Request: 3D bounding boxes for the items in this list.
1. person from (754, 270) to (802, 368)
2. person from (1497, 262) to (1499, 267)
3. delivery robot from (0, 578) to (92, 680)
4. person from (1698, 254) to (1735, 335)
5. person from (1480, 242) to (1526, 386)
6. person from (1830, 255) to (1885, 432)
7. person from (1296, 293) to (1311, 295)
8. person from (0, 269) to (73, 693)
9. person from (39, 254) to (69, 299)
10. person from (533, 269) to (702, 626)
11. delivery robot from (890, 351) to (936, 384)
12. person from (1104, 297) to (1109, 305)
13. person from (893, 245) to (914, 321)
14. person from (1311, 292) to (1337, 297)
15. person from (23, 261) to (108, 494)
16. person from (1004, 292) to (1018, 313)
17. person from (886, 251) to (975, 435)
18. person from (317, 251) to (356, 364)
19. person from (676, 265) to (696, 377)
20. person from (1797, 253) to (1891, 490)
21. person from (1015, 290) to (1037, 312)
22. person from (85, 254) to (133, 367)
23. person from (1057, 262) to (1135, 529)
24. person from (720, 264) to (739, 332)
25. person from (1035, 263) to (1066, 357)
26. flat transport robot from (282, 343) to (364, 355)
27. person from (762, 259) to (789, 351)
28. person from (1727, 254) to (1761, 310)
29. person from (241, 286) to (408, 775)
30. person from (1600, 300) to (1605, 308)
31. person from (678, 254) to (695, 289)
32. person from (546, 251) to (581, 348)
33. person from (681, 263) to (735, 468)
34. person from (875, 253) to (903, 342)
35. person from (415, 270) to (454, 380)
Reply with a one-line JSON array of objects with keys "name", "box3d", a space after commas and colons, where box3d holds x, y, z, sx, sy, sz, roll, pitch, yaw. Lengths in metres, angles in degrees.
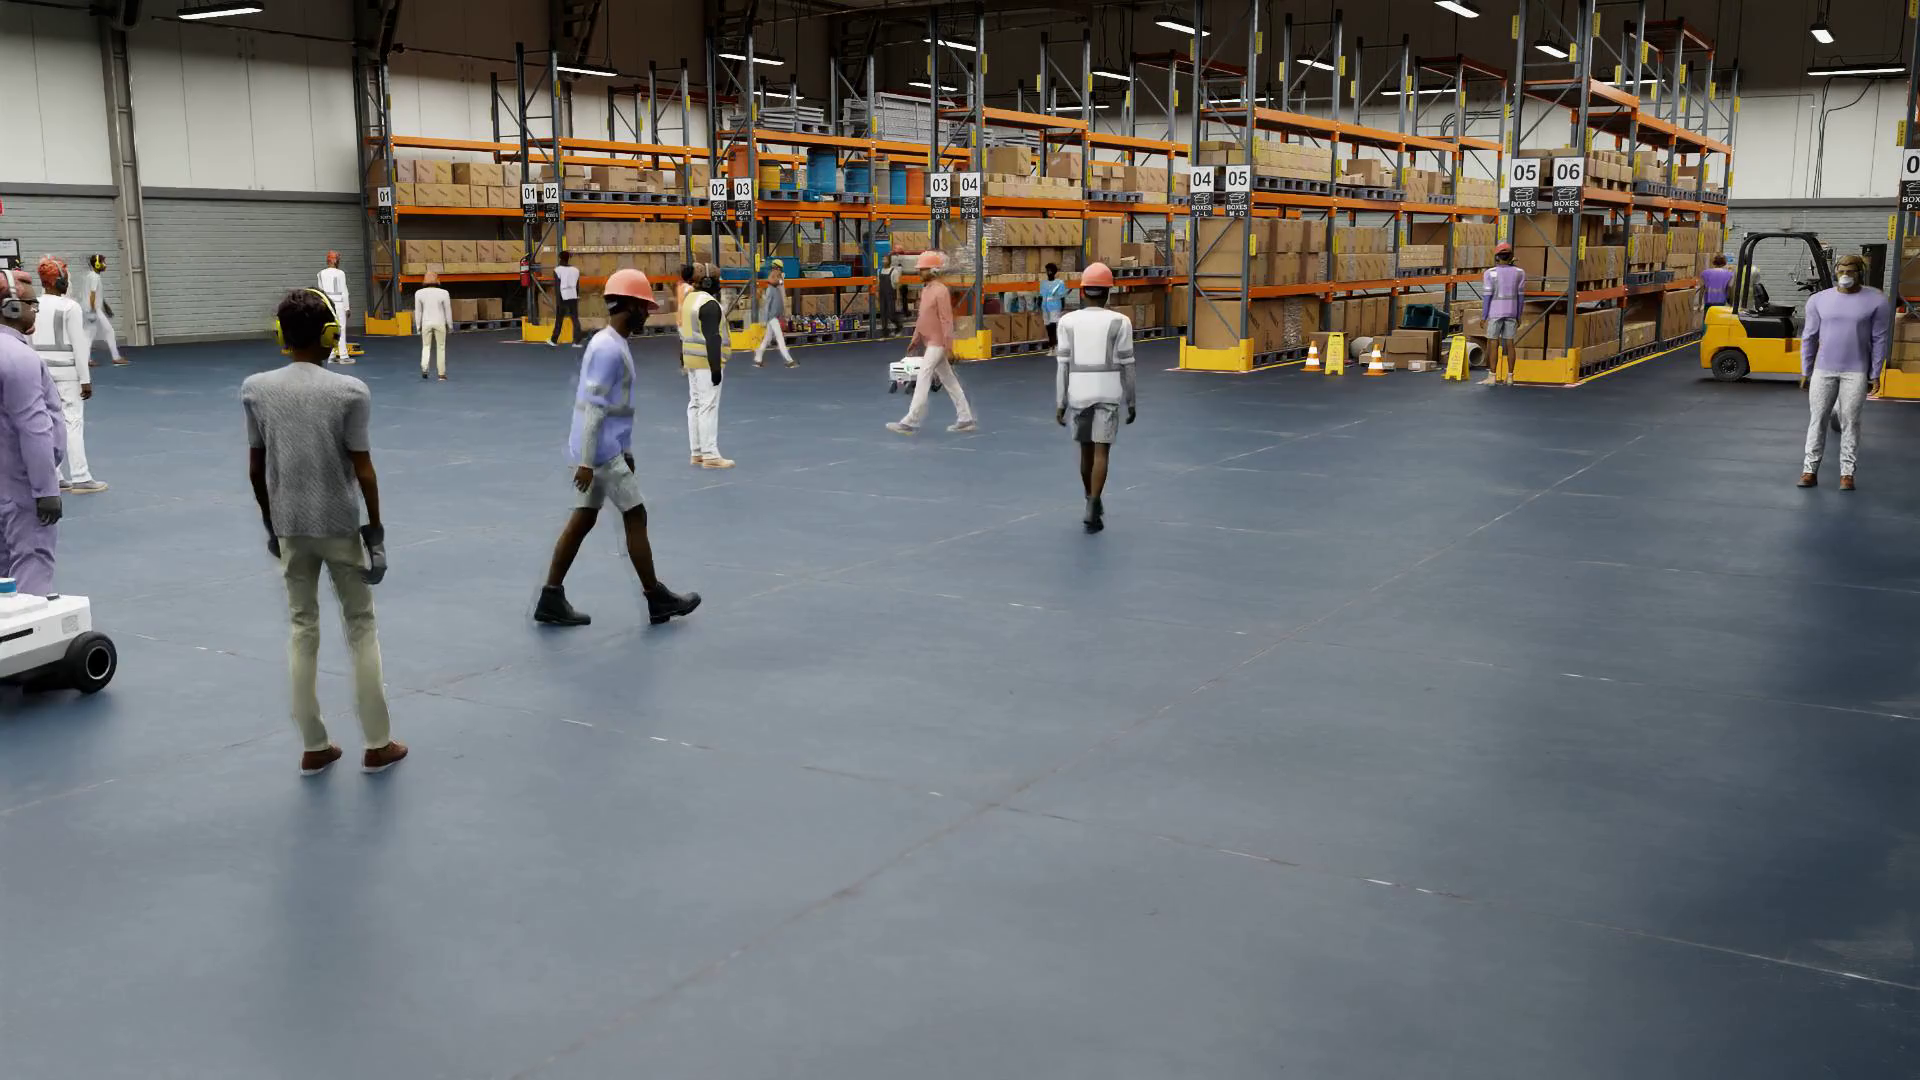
[{"name": "person", "box3d": [-3.004, -3.581, 27.027, 0.890, 1.582, 0.514, 2, 10, 14]}, {"name": "person", "box3d": [13.292, -6.216, 40.975, 1.030, 1.871, 0.631, 0, 10, 1]}, {"name": "delivery robot", "box3d": [-4.179, 0.409, 7.296, 0.477, 0.478, 0.707, 3, 10, 14]}, {"name": "person", "box3d": [14.098, -4.411, 30.996, 0.589, 1.821, 0.647, 5, 11, 28]}, {"name": "person", "box3d": [7.690, -3.200, 23.638, 0.605, 2.034, 0.390, -1, 10, -4]}, {"name": "person", "box3d": [9.571, -2.107, 17.895, 0.841, 1.905, 0.581, -8, 13, -39]}, {"name": "person", "box3d": [8.260, -6.115, 39.943, 0.688, 2.000, 0.538, 5, 11, 25]}, {"name": "person", "box3d": [-4.258, -0.265, 7.558, 0.652, 1.904, 0.403, 8, 13, 37]}, {"name": "person", "box3d": [-12.883, -3.089, 23.487, 0.958, 1.863, 0.671, -5, 11, -28]}, {"name": "person", "box3d": [-1.832, -0.475, 8.775, 0.970, 1.875, 0.572, -3, 10, -15]}, {"name": "delivery robot", "box3d": [-0.638, -2.324, 22.606, 0.477, 0.478, 0.707, 7, 12, 33]}, {"name": "person", "box3d": [3.143, -5.650, 38.210, 0.500, 1.719, 0.477, 4, 11, 24]}, {"name": "person", "box3d": [-1.545, -6.653, 43.180, 0.652, 1.951, 0.962, 5, 11, 25]}, {"name": "person", "box3d": [7.687, -5.152, 35.121, 0.578, 1.843, 0.388, 0, 10, 0]}, {"name": "person", "box3d": [-7.292, -1.311, 13.480, 0.574, 1.882, 0.358, 3, 11, 17]}, {"name": "person", "box3d": [1.224, -5.727, 38.220, 0.638, 1.874, 1.048, 5, 11, 26]}, {"name": "person", "box3d": [-0.281, -2.084, 17.665, 1.016, 1.944, 0.619, -2, 10, -13]}, {"name": "person", "box3d": [-10.509, -3.905, 27.990, 0.573, 1.887, 0.354, 4, 11, 22]}, {"name": "person", "box3d": [-4.091, -3.305, 25.170, 0.379, 1.681, 0.558, -6, 12, -32]}, {"name": "person", "box3d": [7.261, -1.379, 13.700, 0.629, 1.939, 0.371, 7, 12, 34]}, {"name": "person", "box3d": [1.473, -5.460, 36.854, 0.595, 1.831, 0.404, 8, 13, 38]}, {"name": "person", "box3d": [-14.103, -3.765, 27.377, 0.870, 1.834, 0.535, -7, 12, -36]}, {"name": "person", "box3d": [0.971, -1.042, 11.946, 0.558, 1.897, 0.958, 3, 11, 18]}, {"name": "person", "box3d": [-4.754, -4.764, 33.625, 0.533, 1.596, 0.859, 6, 12, 29]}, {"name": "person", "box3d": [1.576, -4.065, 29.477, 0.539, 1.680, 0.583, 8, 13, 40]}, {"name": "flat transport robot", "box3d": [-11.473, -3.442, 29.928, 1.431, 0.197, 0.652, 6, 12, 31]}, {"name": "person", "box3d": [-3.483, -4.402, 31.201, 0.581, 1.726, 0.596, -8, 13, -39]}, {"name": "person", "box3d": [16.682, -5.181, 35.433, 0.646, 1.788, 1.005, 5, 11, 27]}, {"name": "person", "box3d": [-2.426, -0.023, 6.326, 0.530, 1.867, 0.387, 0, 10, 2]}, {"name": "person", "box3d": [15.339, -5.959, 39.309, 0.509, 1.952, 0.644, 6, 12, 28]}, {"name": "person", "box3d": [-6.593, -6.103, 40.562, 0.608, 1.788, 0.890, 3, 11, 18]}, {"name": "person", "box3d": [-7.699, -4.681, 32.390, 1.021, 1.860, 0.609, 9, 14, 42]}, {"name": "person", "box3d": [-2.286, -1.572, 15.054, 0.430, 1.844, 0.624, -5, 11, -27]}, {"name": "person", "box3d": [-1.470, -4.982, 34.190, 0.514, 1.830, 0.554, 6, 12, 32]}, {"name": "person", "box3d": [-7.772, -3.171, 24.609, 0.519, 1.632, 0.352, -1, 10, -4]}]
